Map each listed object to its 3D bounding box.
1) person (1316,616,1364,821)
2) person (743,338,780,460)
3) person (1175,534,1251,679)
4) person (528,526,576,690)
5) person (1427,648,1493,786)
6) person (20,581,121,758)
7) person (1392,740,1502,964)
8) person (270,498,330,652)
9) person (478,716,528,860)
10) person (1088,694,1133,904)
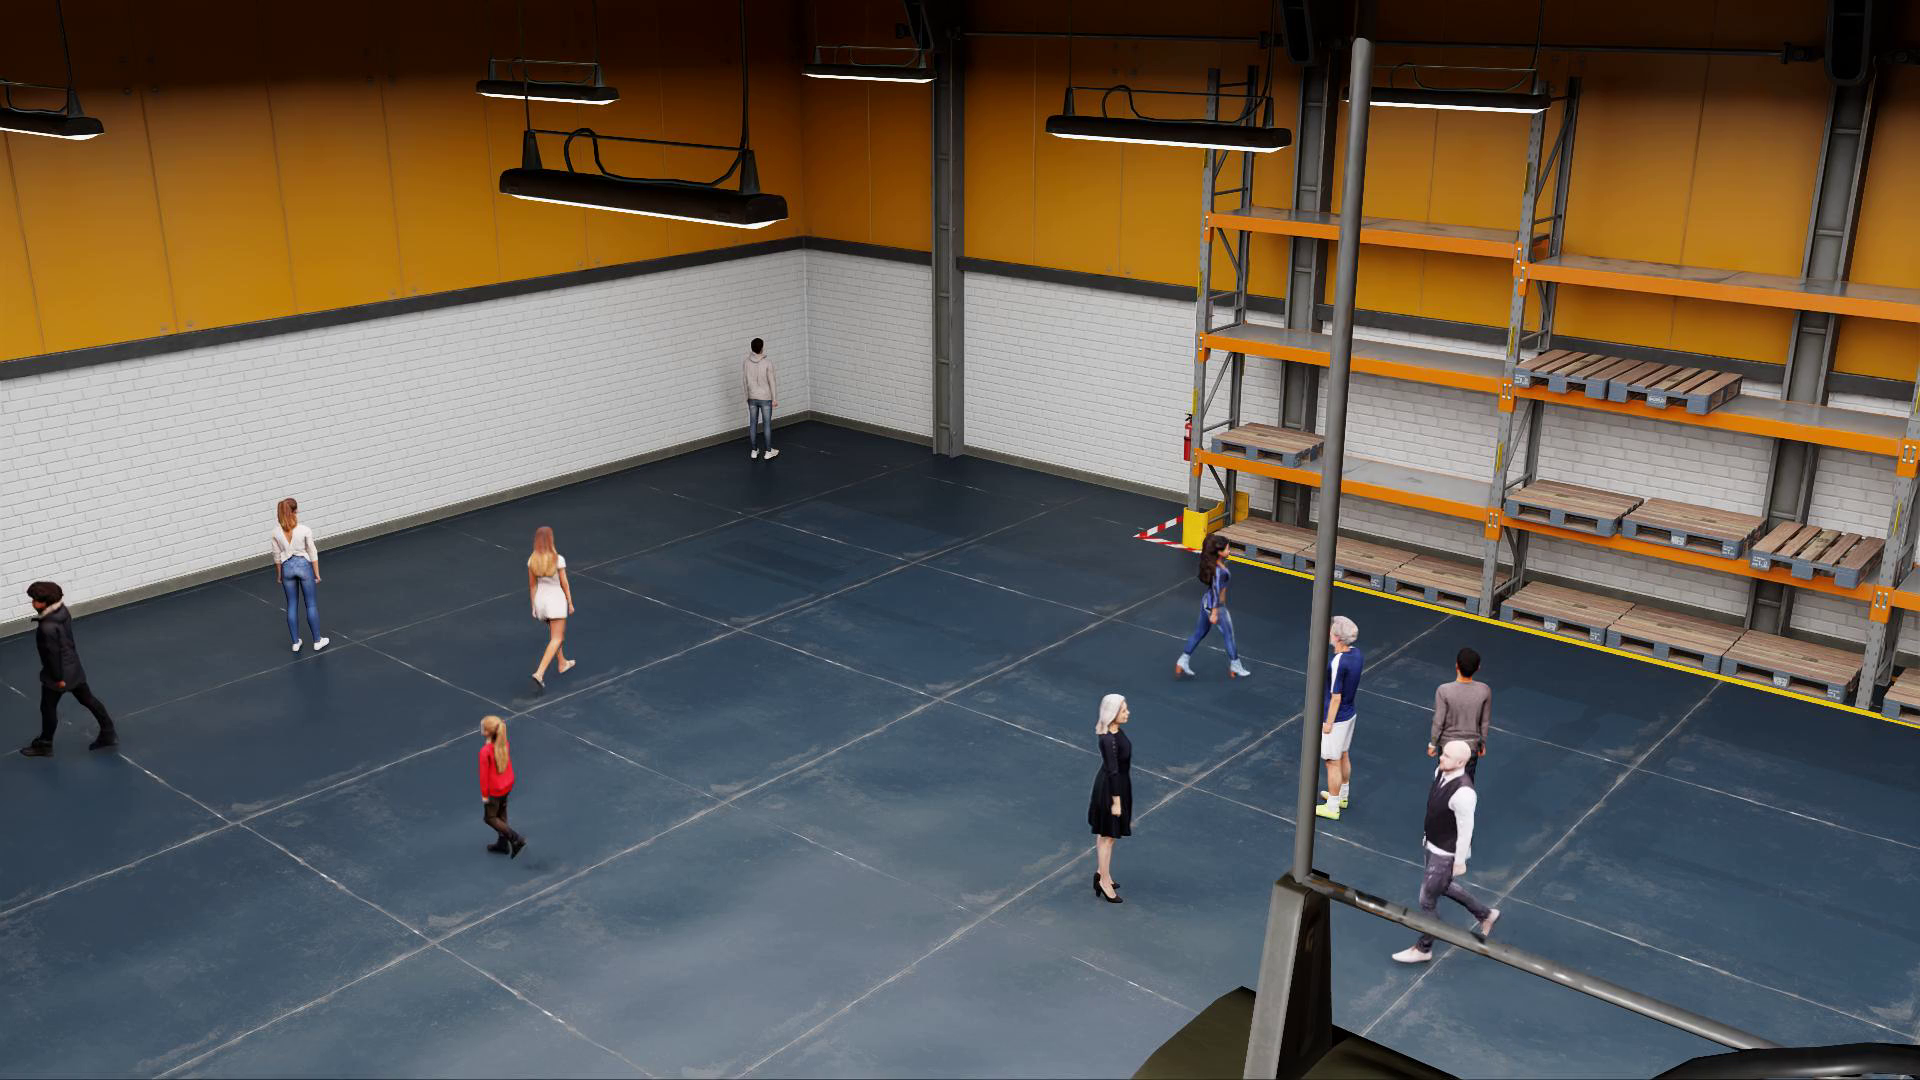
[{"bbox_3d":[3.294,1.529,14.494,0.589,1.838,0.662,11,22,30],"label":"person"},{"bbox_3d":[-3.076,-2.179,25.480,0.682,1.853,0.813,4,19,11],"label":"person"},{"bbox_3d":[2.566,0.722,17.293,1.101,1.579,1.019,0,19,-1],"label":"person"},{"bbox_3d":[-4.265,0.713,17.183,1.087,1.668,0.899,6,20,18],"label":"person"},{"bbox_3d":[4.194,1.737,13.983,0.768,1.768,0.689,-15,24,-38],"label":"person"},{"bbox_3d":[-8.319,1.212,15.584,1.133,1.742,1.079,-2,19,-6],"label":"person"},{"bbox_3d":[3.652,2.299,12.263,1.175,1.801,1.085,-1,19,-2],"label":"person"},{"bbox_3d":[-7.223,0.369,18.125,0.675,1.719,0.735,-2,19,-5],"label":"person"},{"bbox_3d":[-3.799,2.062,13.792,0.763,1.275,0.608,7,20,21],"label":"person"},{"bbox_3d":[1.209,2.021,13.177,0.745,1.746,0.705,1,19,2],"label":"person"}]
